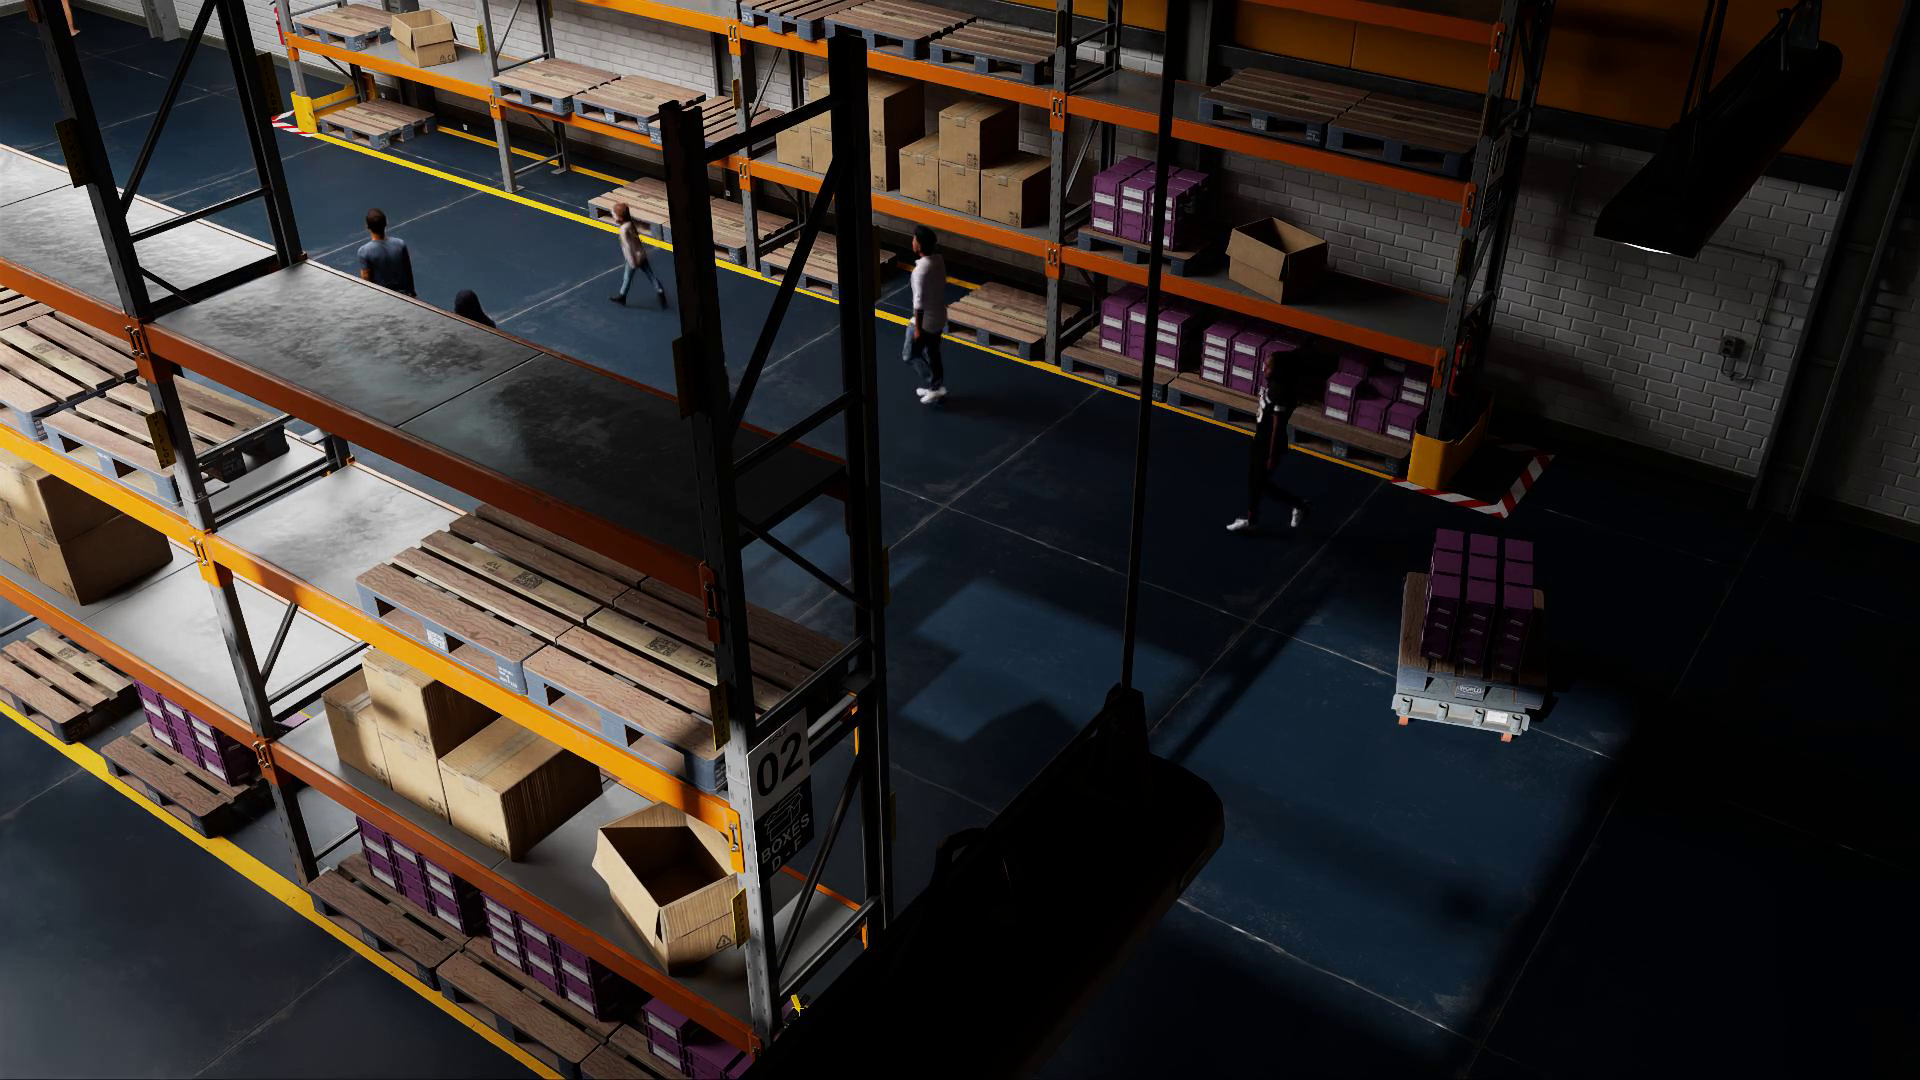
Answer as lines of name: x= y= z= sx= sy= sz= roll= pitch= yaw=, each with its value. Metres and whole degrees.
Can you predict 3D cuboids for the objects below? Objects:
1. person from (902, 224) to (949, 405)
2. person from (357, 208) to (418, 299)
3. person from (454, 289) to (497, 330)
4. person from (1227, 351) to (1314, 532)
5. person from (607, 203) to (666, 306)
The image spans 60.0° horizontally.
person: x=-0.237 y=-2.086 z=15.745 sx=0.713 sy=1.798 sz=0.696 roll=16 pitch=37 yaw=22
person: x=-5.512 y=-2.346 z=16.125 sx=0.711 sy=1.809 sz=0.619 roll=-26 pitch=42 yaw=-33
person: x=-4.257 y=-1.394 z=14.807 sx=0.880 sy=1.684 sz=1.194 roll=-21 pitch=39 yaw=-28
person: x=2.652 y=-0.787 z=13.866 sx=1.029 sy=1.714 sz=0.920 roll=-1 pitch=34 yaw=-1
person: x=-3.413 y=-3.014 z=17.721 sx=0.917 sy=1.154 sz=0.705 roll=11 pitch=35 yaw=16
